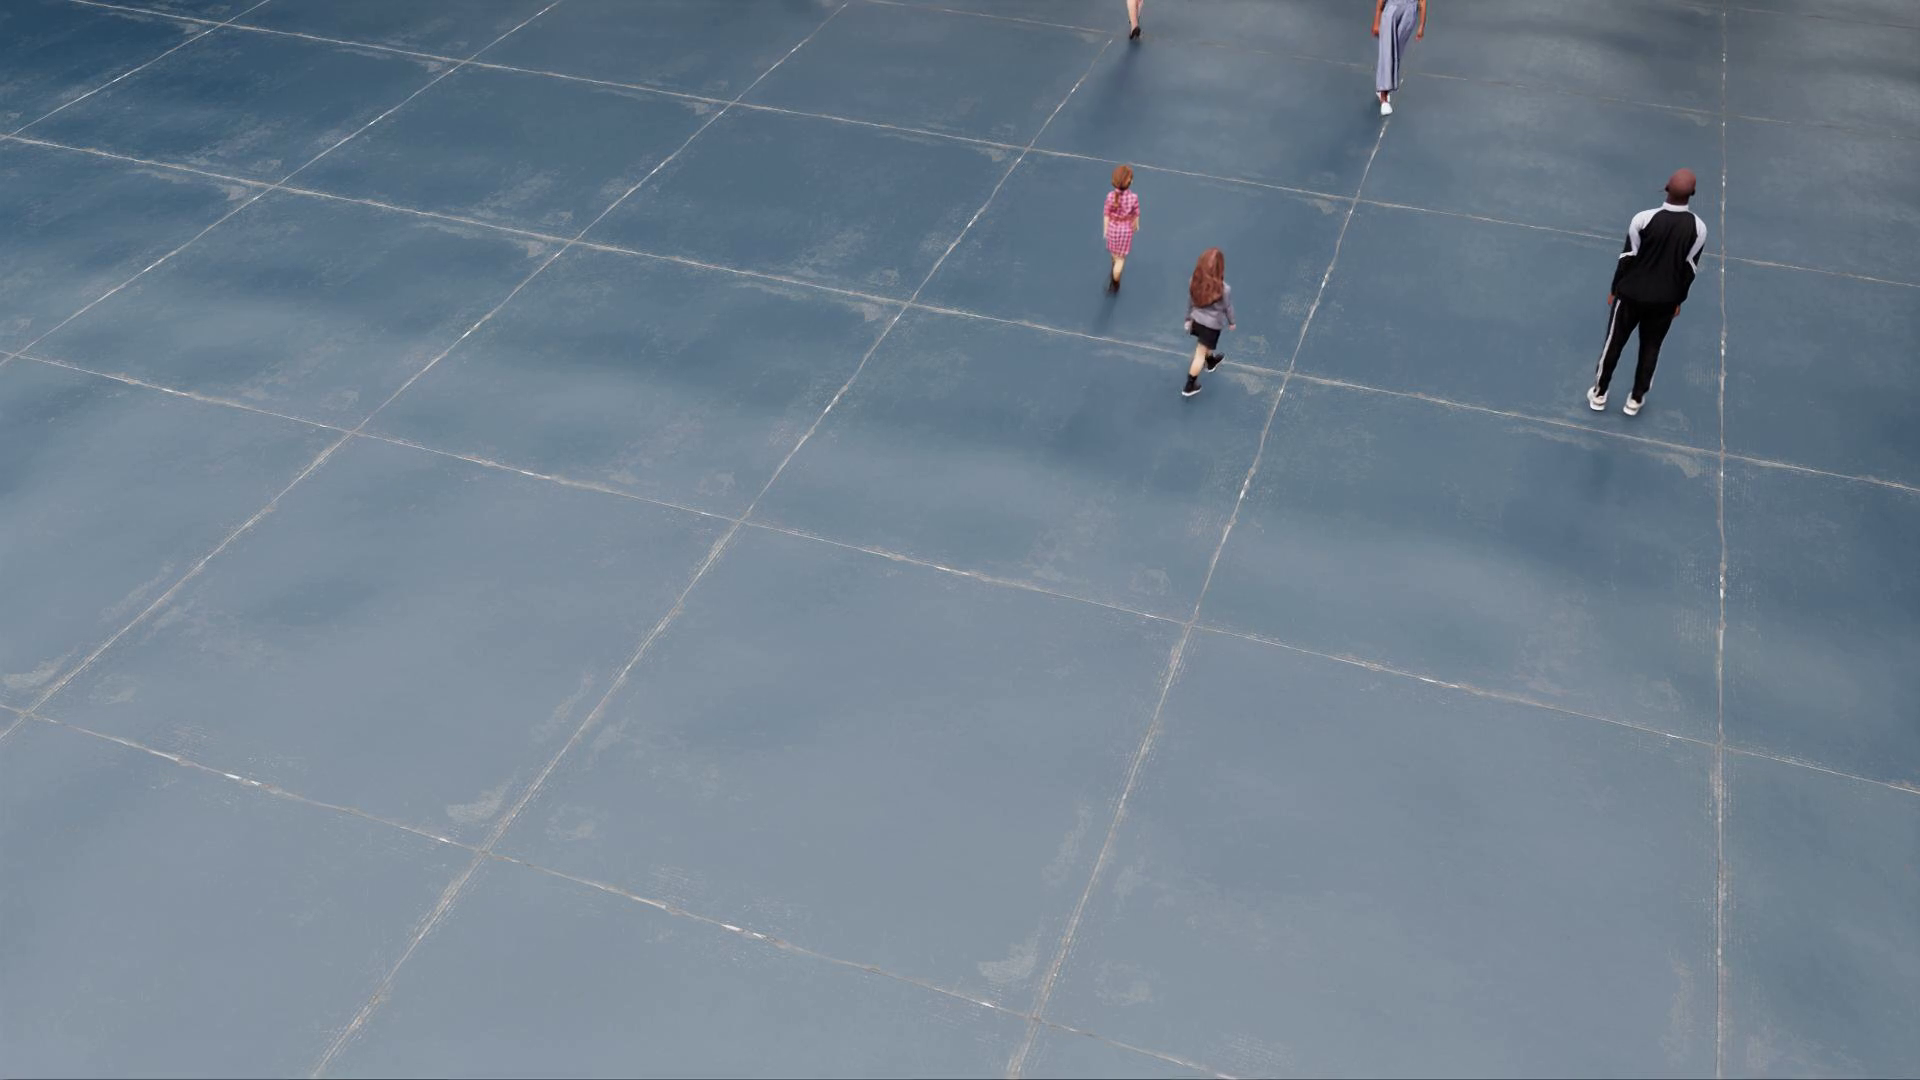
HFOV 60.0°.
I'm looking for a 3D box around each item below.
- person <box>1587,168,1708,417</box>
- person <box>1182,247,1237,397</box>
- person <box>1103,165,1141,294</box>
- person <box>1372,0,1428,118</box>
[{"bbox_3d":[4.683,-1.677,11.321,0.655,1.826,0.546,11,39,13],"label":"person"},{"bbox_3d":[1.713,-1.523,11.730,0.660,1.078,0.854,29,47,32],"label":"person"},{"bbox_3d":[1.242,-2.400,12.914,0.451,1.001,0.741,9,39,12],"label":"person"},{"bbox_3d":[4.061,-4.868,15.531,0.868,1.664,1.106,-3,38,-3],"label":"person"}]
